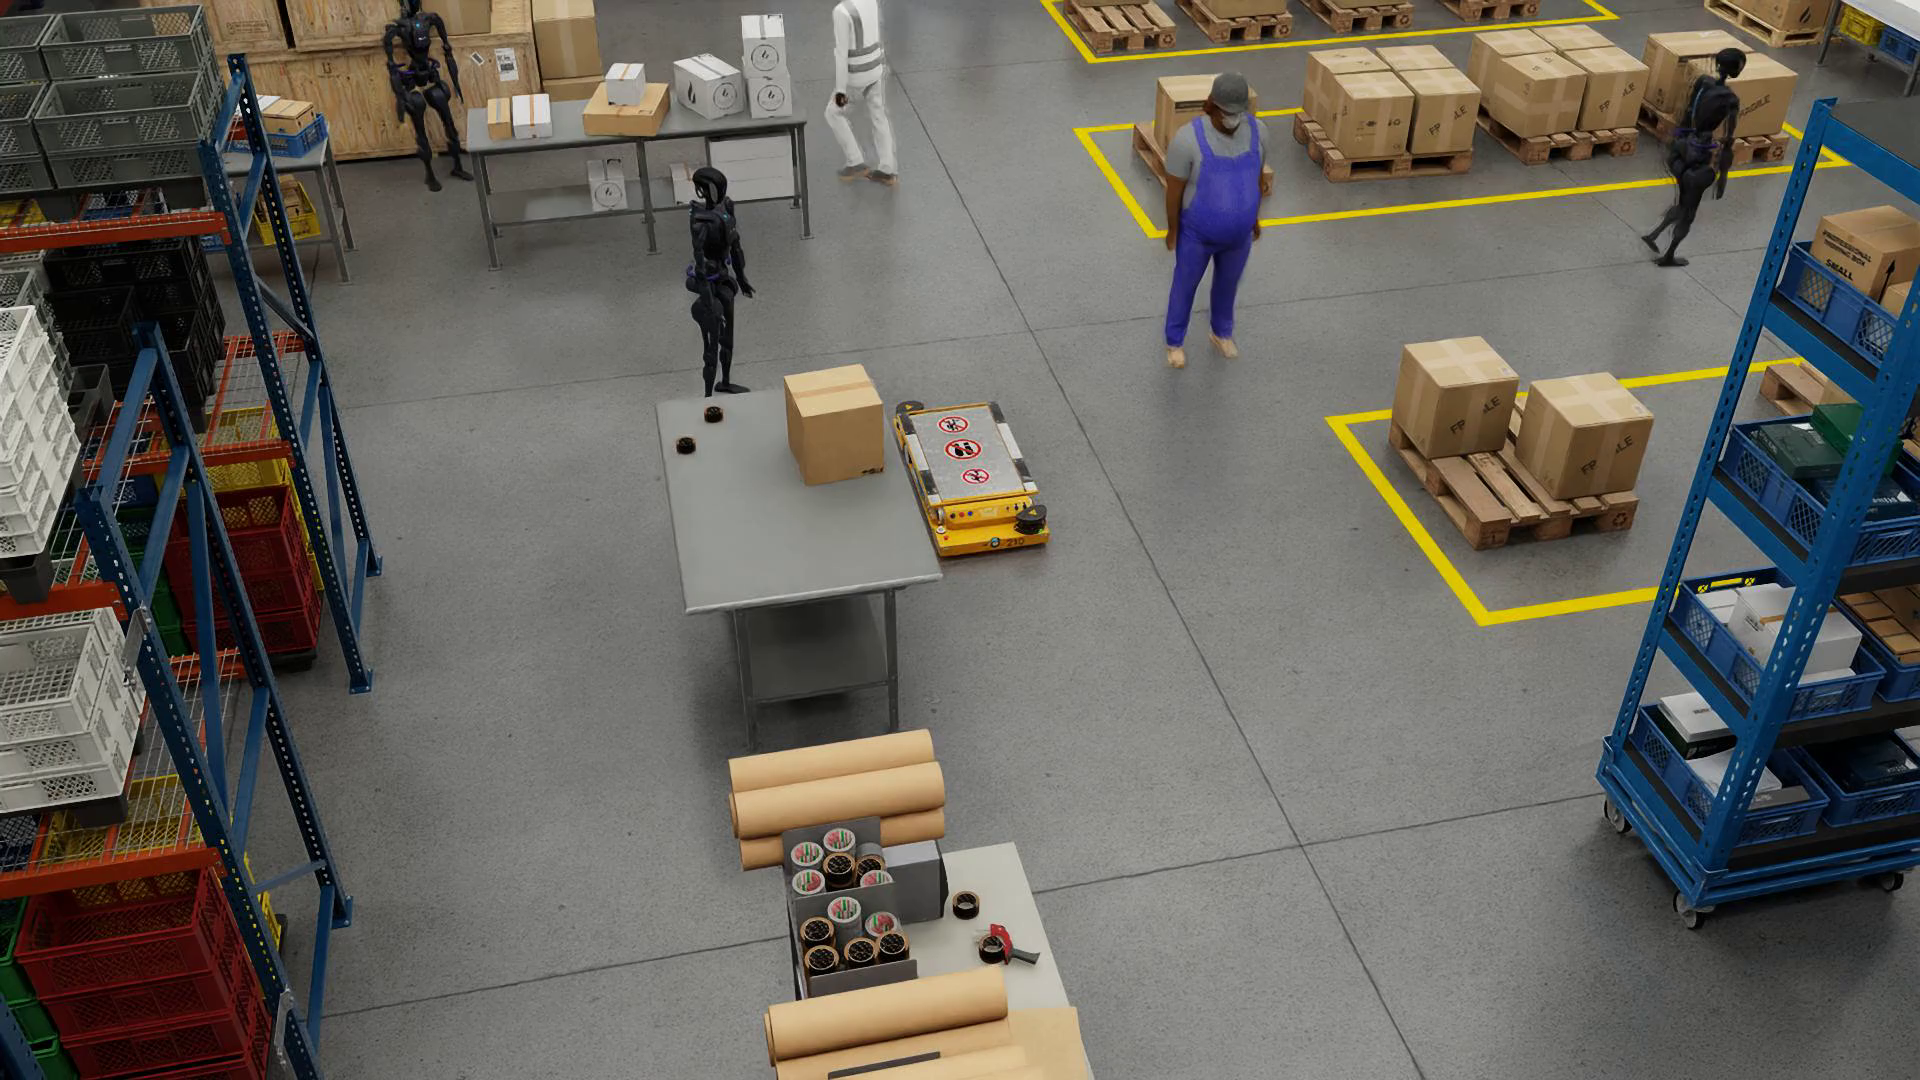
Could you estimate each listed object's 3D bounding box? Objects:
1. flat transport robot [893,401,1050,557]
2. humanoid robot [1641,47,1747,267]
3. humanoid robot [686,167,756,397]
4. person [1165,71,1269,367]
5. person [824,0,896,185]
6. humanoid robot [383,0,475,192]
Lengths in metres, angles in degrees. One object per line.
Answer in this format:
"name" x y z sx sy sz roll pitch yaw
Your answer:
"flat transport robot" 0.046 -0.430 10.108 0.652 0.197 1.431 -8 37 -10
"humanoid robot" 5.377 -2.786 12.114 0.352 1.645 0.606 -7 37 -9
"humanoid robot" -1.525 -1.583 10.501 0.342 1.651 0.568 10 38 14
"person" 1.686 -2.081 10.867 0.688 2.000 0.536 -10 38 -13
"person" -0.817 -3.693 13.184 0.615 1.853 0.715 19 40 23
"humanoid robot" -4.245 -3.592 13.198 0.599 1.651 0.339 -28 45 -32
